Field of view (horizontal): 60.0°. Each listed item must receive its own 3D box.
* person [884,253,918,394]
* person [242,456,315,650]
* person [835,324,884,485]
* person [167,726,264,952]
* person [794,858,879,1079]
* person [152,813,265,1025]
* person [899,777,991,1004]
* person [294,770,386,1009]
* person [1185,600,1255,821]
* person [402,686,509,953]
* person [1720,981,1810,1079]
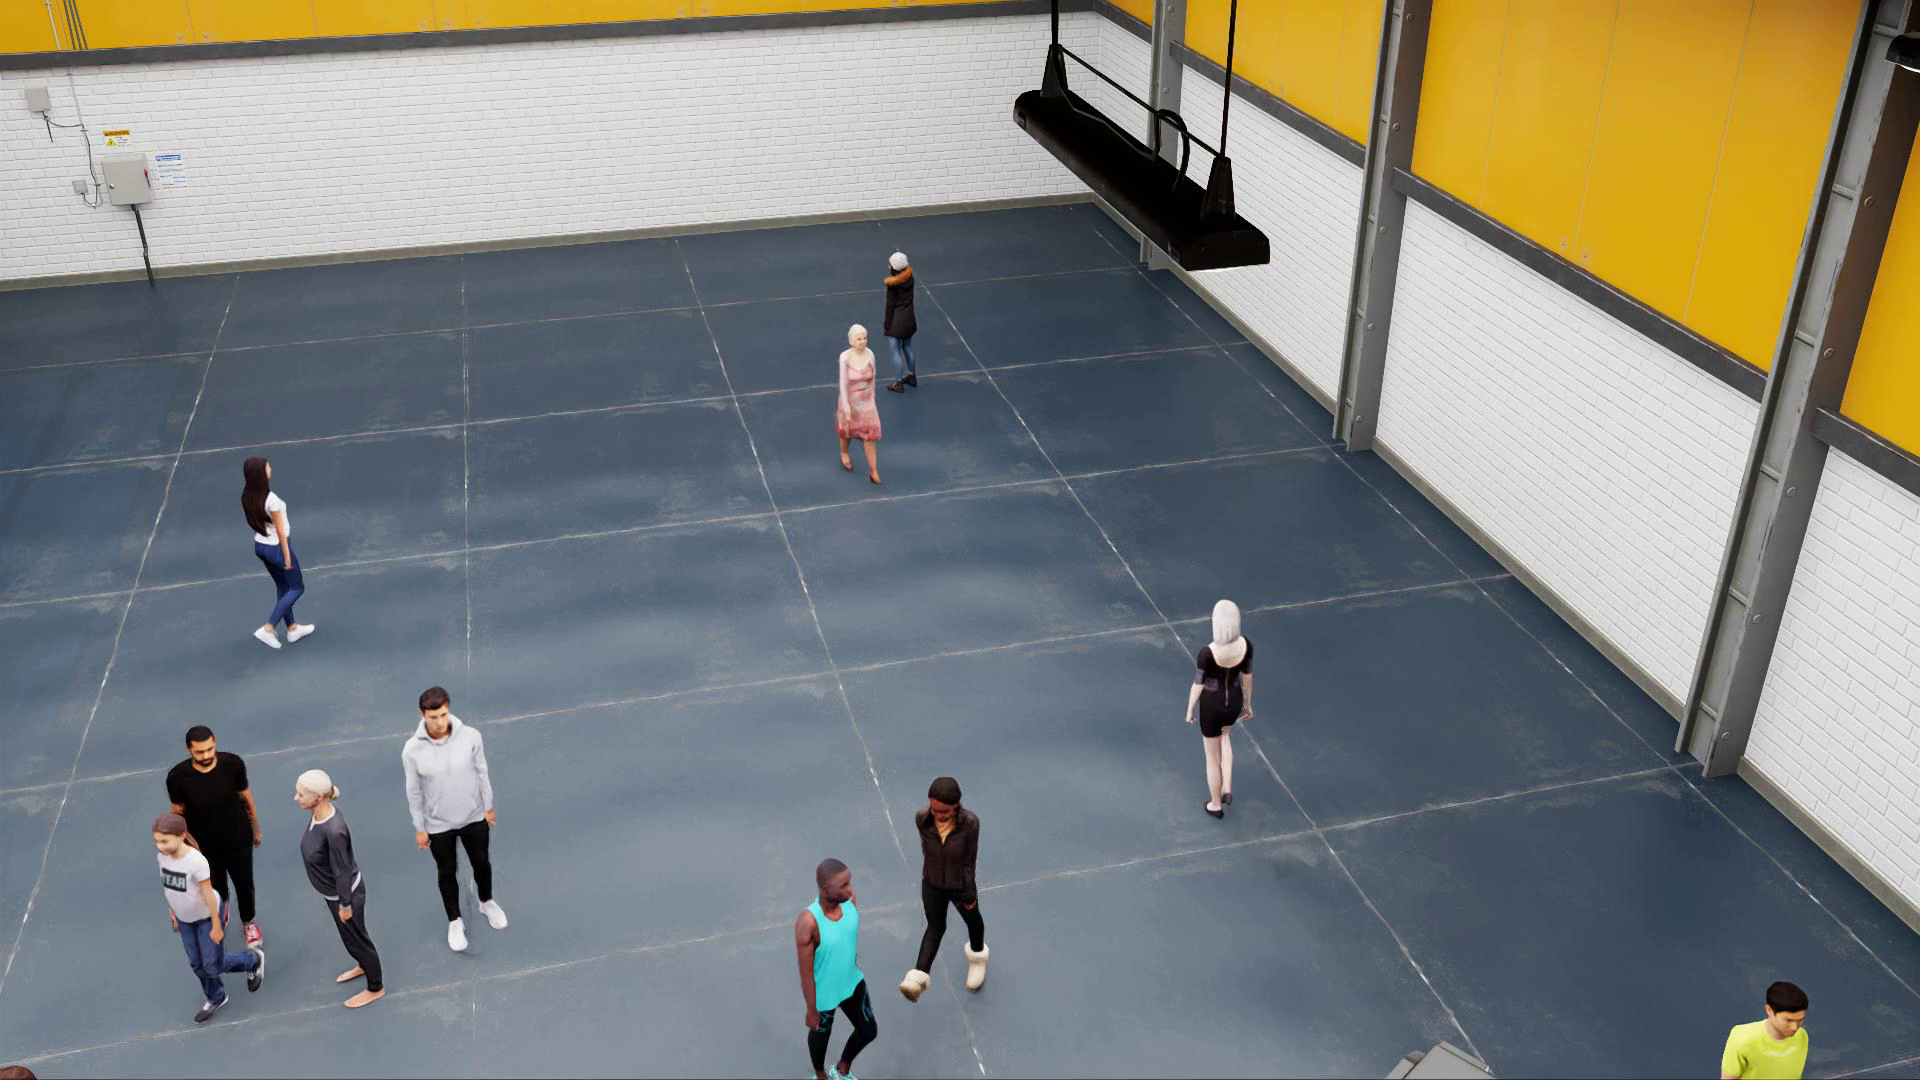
[{"bbox_3d":[-0.673,-2.489,18.964,0.784,1.630,0.739,20,35,33],"label":"person"},{"bbox_3d":[-5.835,0.147,13.993,0.880,1.762,0.930,17,33,28],"label":"person"},{"bbox_3d":[-1.096,-1.414,16.971,0.705,1.651,1.100,-12,31,-21],"label":"person"},{"bbox_3d":[-4.830,1.887,10.822,0.769,1.745,0.834,-19,34,-31],"label":"person"},{"bbox_3d":[-0.812,2.523,9.602,0.821,1.795,0.784,24,36,36],"label":"person"},{"bbox_3d":[-4.676,2.278,10.311,0.748,1.548,0.832,11,31,20],"label":"person"},{"bbox_3d":[-0.079,2.226,10.309,1.082,1.640,0.919,-5,29,-9],"label":"person"},{"bbox_3d":[-3.858,2.142,10.374,0.723,1.726,0.576,-19,34,-30],"label":"person"},{"bbox_3d":[1.910,1.269,11.875,0.646,1.821,0.622,-10,30,-18],"label":"person"},{"bbox_3d":[-3.317,1.766,10.852,0.750,1.928,0.726,-15,32,-25],"label":"person"},{"bbox_3d":[4.192,2.999,8.821,0.609,1.709,0.512,-7,29,-13],"label":"person"}]
